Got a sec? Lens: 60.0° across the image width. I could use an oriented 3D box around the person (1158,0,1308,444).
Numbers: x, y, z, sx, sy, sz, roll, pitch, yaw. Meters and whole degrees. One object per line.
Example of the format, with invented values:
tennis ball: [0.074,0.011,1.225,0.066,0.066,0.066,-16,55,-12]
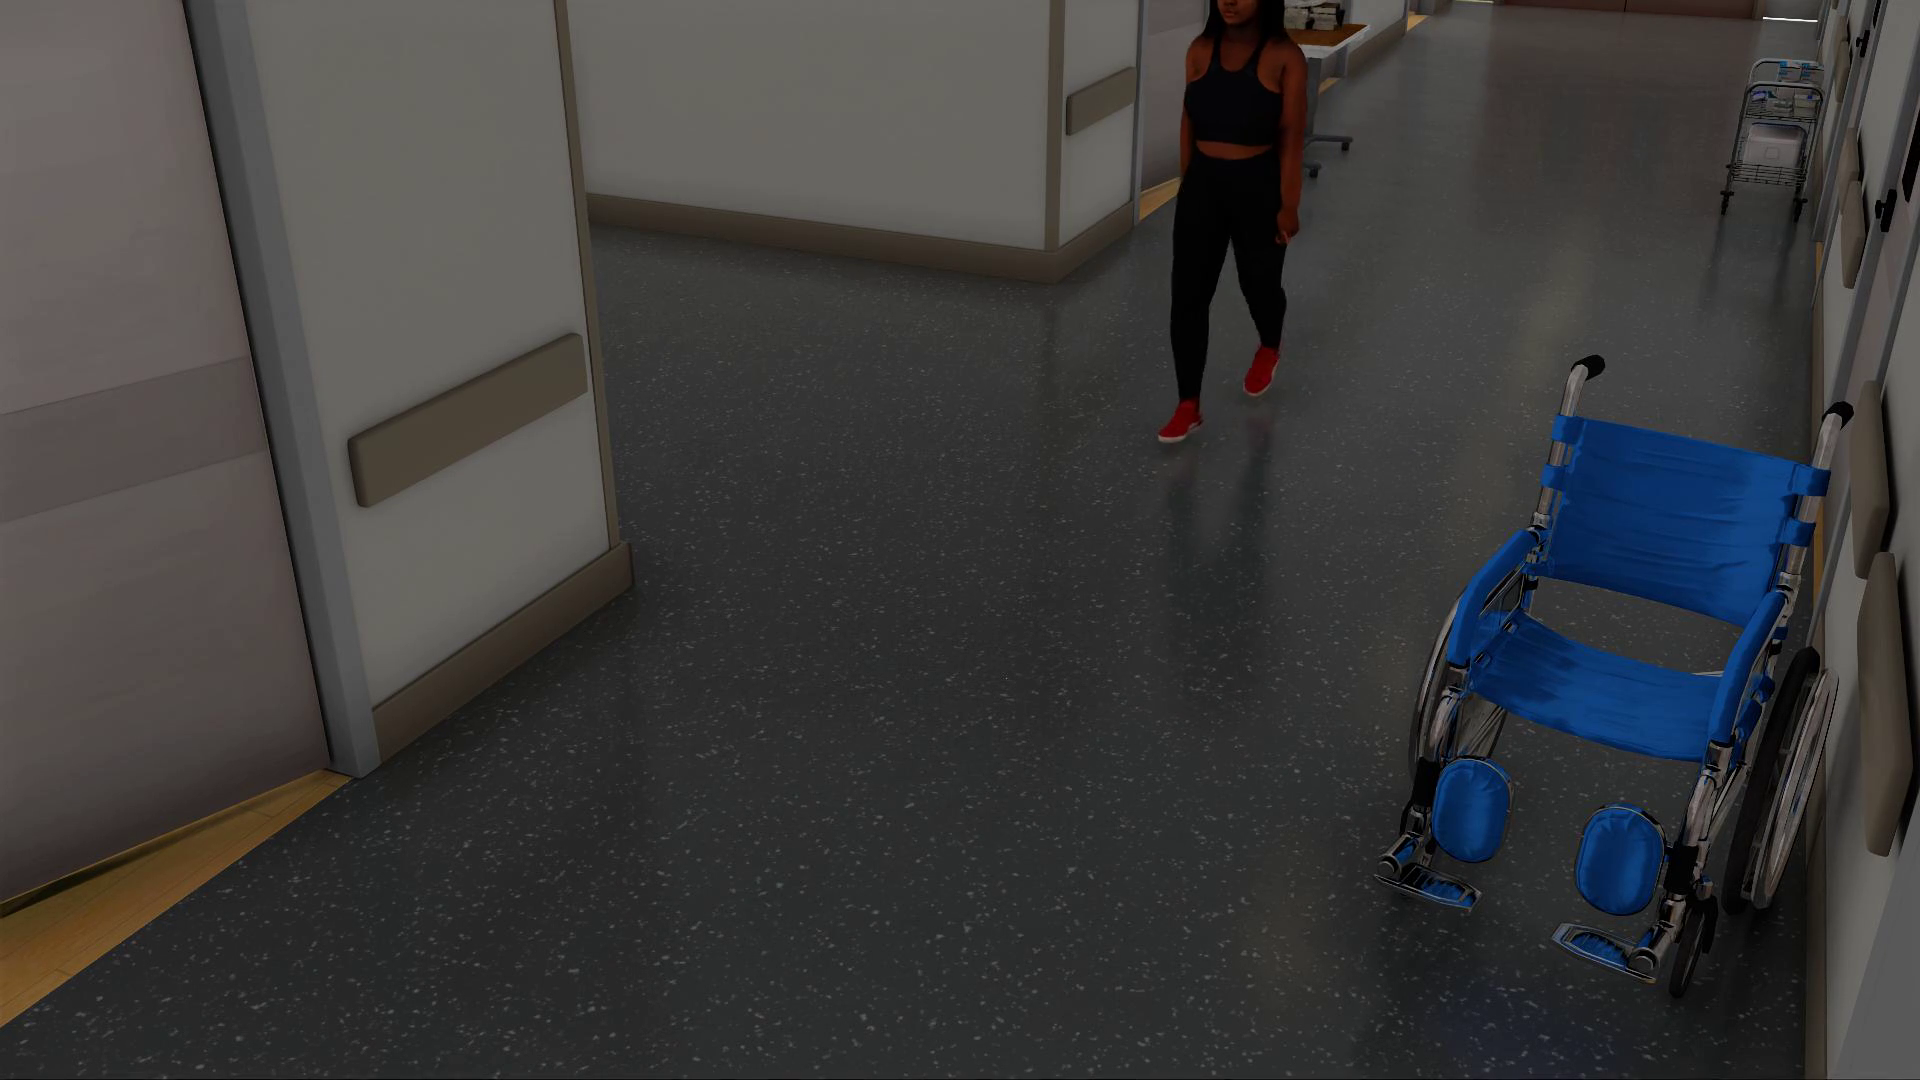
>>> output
person: [1.092,-1.308,6.366,0.720,1.777,1.183,13,29,25]
